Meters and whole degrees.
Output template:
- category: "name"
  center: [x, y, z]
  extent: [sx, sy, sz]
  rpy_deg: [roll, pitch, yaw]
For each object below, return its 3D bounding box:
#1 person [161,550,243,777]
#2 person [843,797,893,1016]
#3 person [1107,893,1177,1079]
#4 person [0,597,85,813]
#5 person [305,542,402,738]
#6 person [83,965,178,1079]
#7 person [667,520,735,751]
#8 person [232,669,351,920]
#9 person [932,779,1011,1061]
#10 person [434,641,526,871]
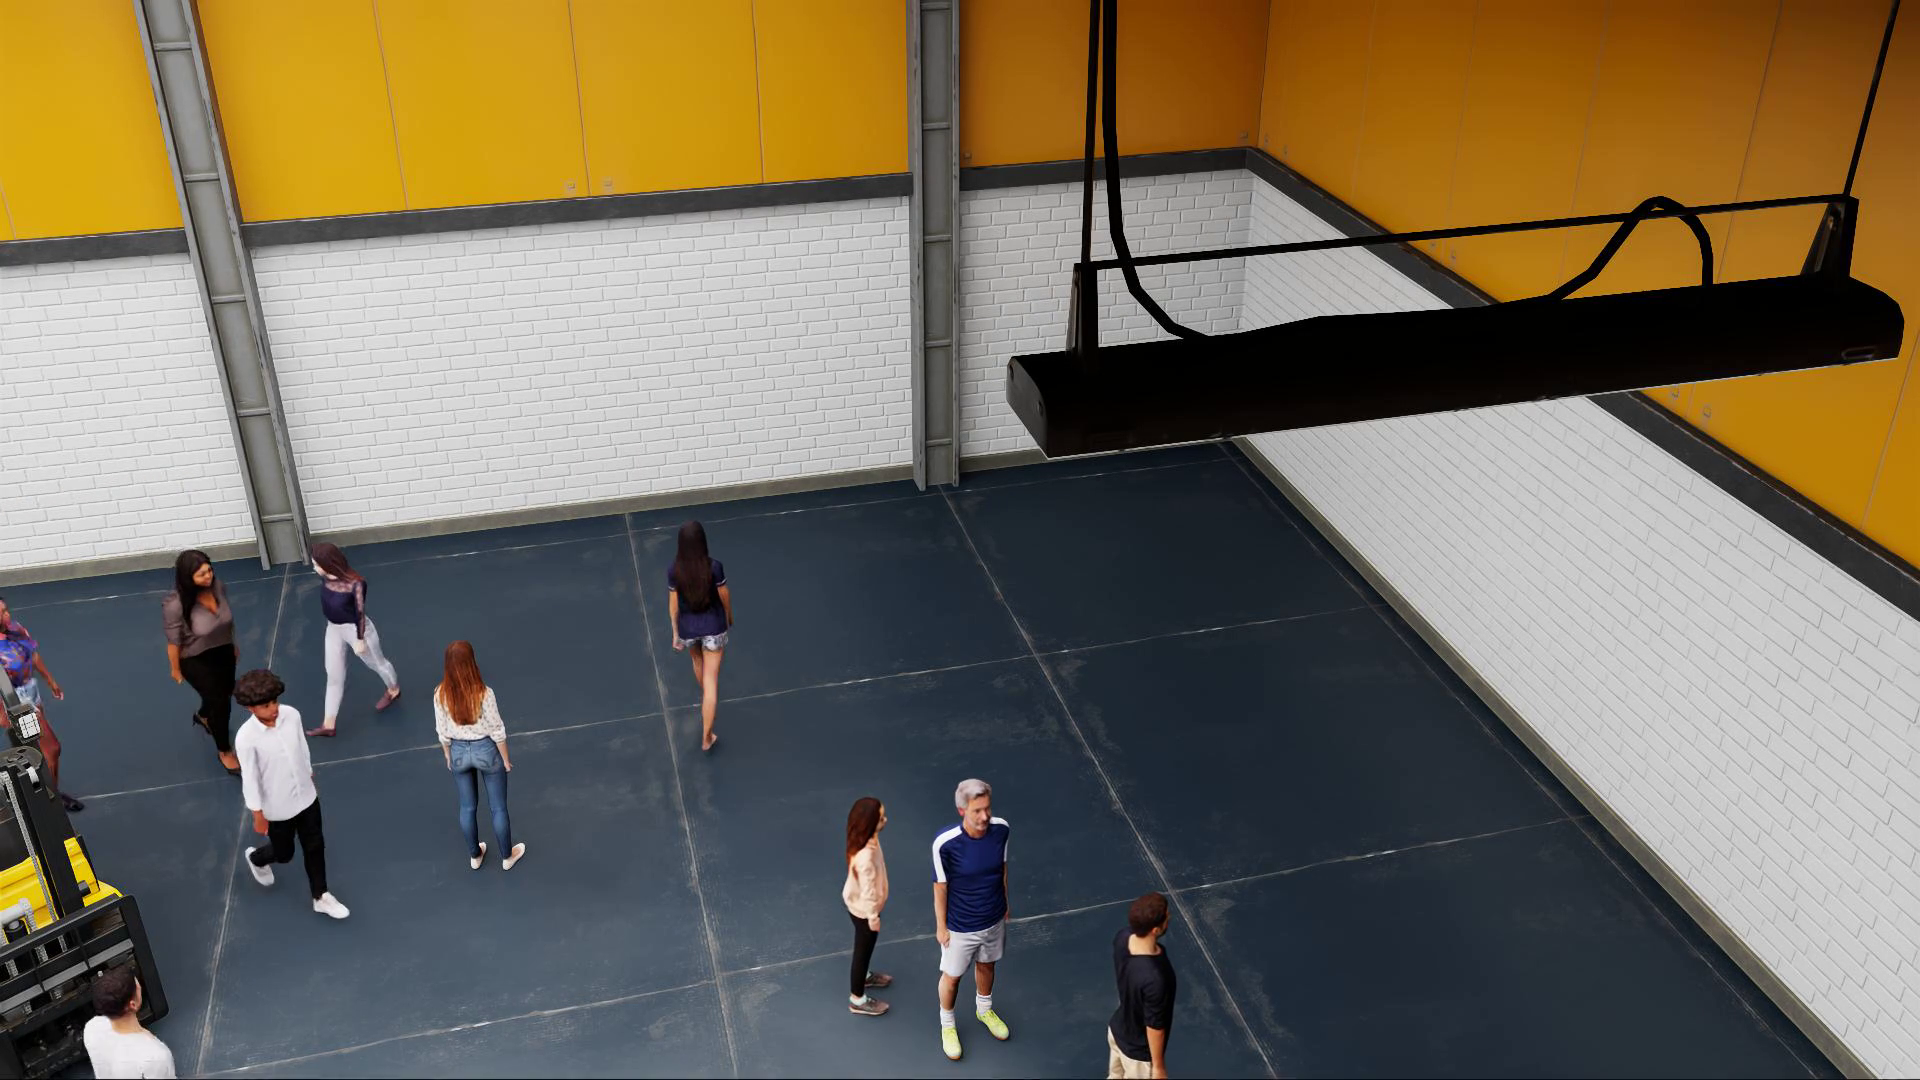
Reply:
- category: "person"
  center: [-5.397, 0.840, 11.820]
  extent: [1.073, 1.796, 0.993]
  rpy_deg: [12, 31, 21]
- category: "person"
  center: [-0.552, 2.132, 9.782]
  extent: [0.565, 1.479, 0.604]
  rpy_deg: [0, 29, 0]
- category: "person"
  center: [0.907, 2.575, 8.580]
  extent: [0.557, 1.851, 0.644]
  rpy_deg: [-9, 30, -16]
- category: "person"
  center: [-6.507, 1.122, 11.375]
  extent: [0.758, 1.726, 0.675]
  rpy_deg: [-2, 29, -3]
- category: "person"
  center: [-4.464, 0.683, 12.361]
  extent: [1.098, 1.552, 1.135]
  rpy_deg: [15, 32, 25]
- category: "person"
  center: [-3.998, 2.875, 8.048]
  extent: [1.032, 1.835, 1.077]
  rpy_deg: [13, 31, 22]
- category: "person"
  center: [-1.883, 0.726, 12.112]
  extent: [1.129, 1.716, 0.878]
  rpy_deg: [1, 29, 2]
- category: "person"
  center: [-4.304, 1.582, 10.467]
  extent: [1.109, 1.788, 1.058]
  rpy_deg: [16, 33, 27]
- category: "person"
  center: [0.069, 2.113, 9.439]
  extent: [0.585, 1.841, 0.749]
  rpy_deg: [-15, 32, -26]
- category: "person"
  center: [-3.162, 1.405, 10.854]
  extent: [0.534, 1.728, 0.696]
  rpy_deg: [1, 29, 3]
